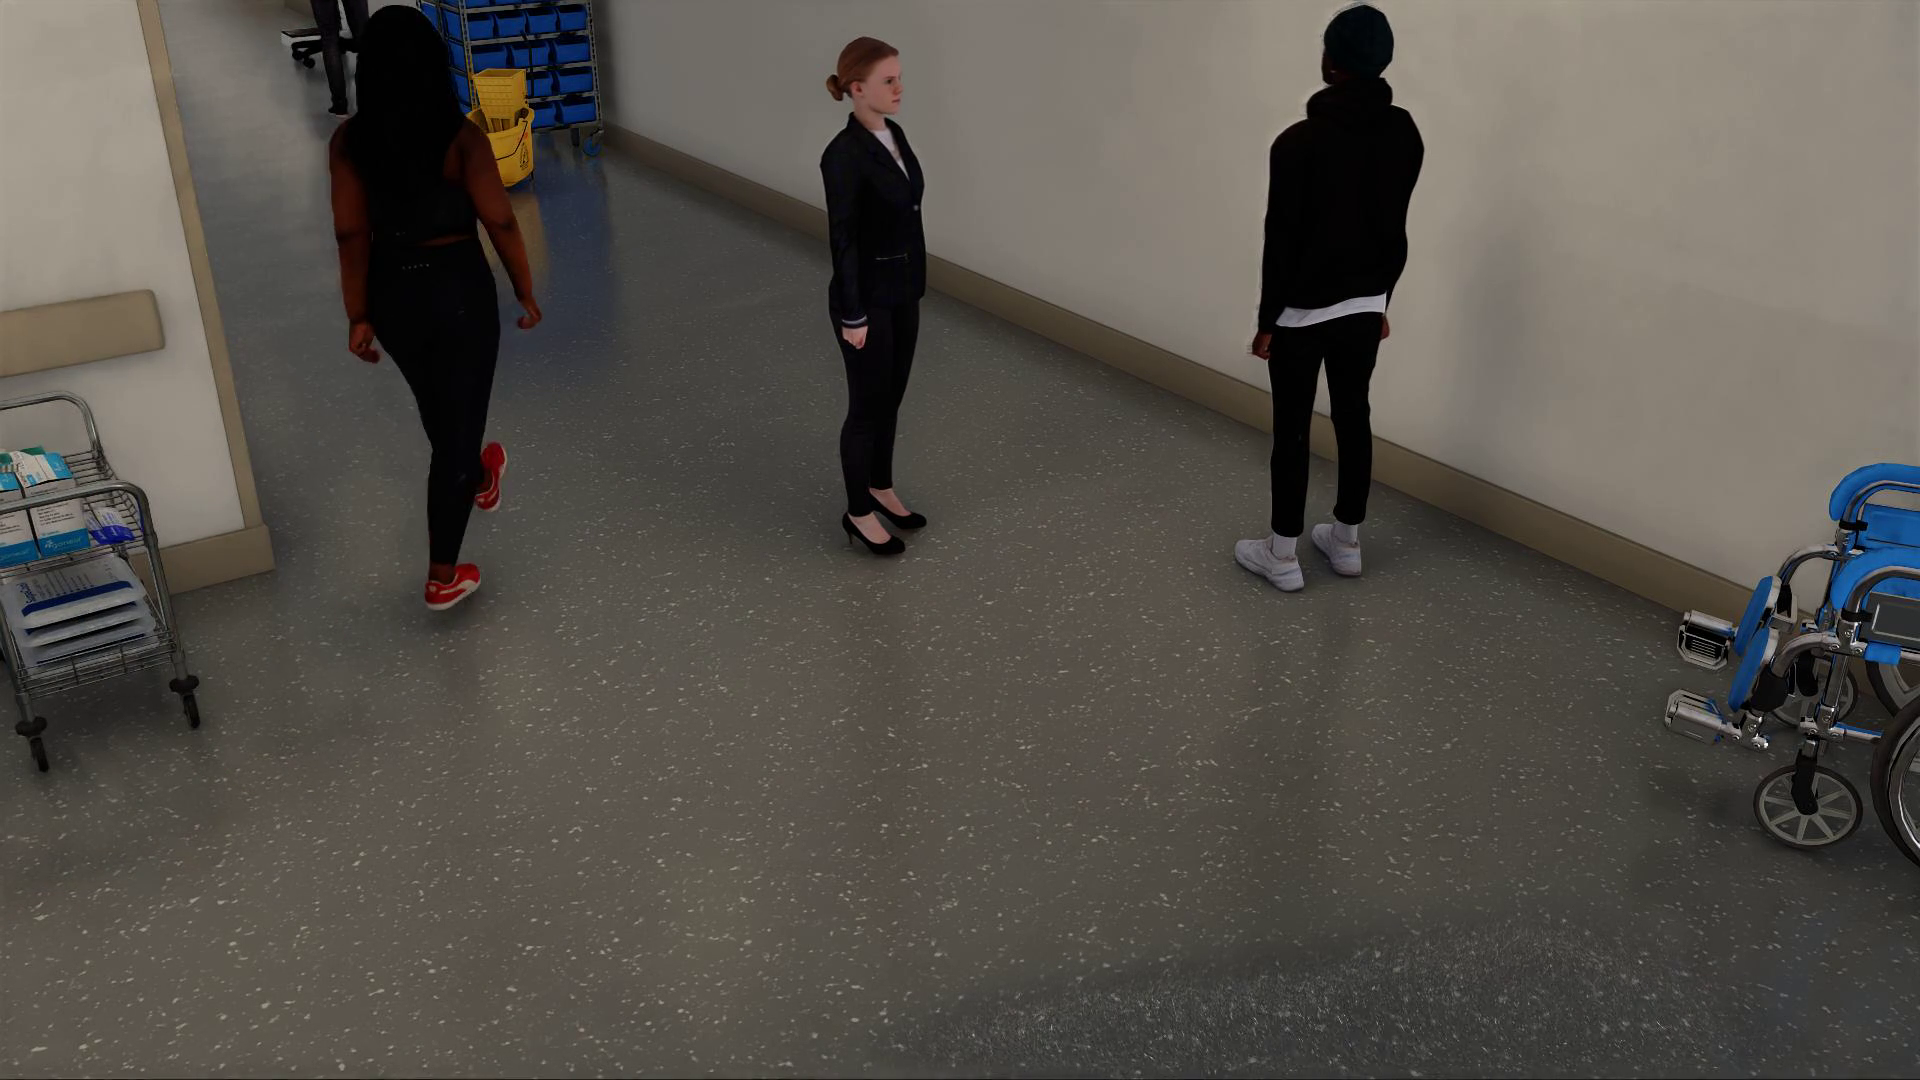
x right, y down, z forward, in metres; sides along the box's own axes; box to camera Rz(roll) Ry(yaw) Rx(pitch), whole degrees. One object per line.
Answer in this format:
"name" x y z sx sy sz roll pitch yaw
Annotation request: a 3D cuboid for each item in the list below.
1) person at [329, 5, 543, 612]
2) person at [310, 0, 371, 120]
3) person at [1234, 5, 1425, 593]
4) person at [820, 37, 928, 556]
"person" -1.613 -0.641 5.031 1.211 1.767 1.222 2 26 5
"person" -4.447 -4.014 11.808 0.526 1.957 0.728 -12 28 -23
"person" 1.144 -0.722 5.144 0.604 1.815 0.782 -10 27 -19
"person" -0.285 -0.764 5.379 0.763 1.687 0.666 9 27 19
